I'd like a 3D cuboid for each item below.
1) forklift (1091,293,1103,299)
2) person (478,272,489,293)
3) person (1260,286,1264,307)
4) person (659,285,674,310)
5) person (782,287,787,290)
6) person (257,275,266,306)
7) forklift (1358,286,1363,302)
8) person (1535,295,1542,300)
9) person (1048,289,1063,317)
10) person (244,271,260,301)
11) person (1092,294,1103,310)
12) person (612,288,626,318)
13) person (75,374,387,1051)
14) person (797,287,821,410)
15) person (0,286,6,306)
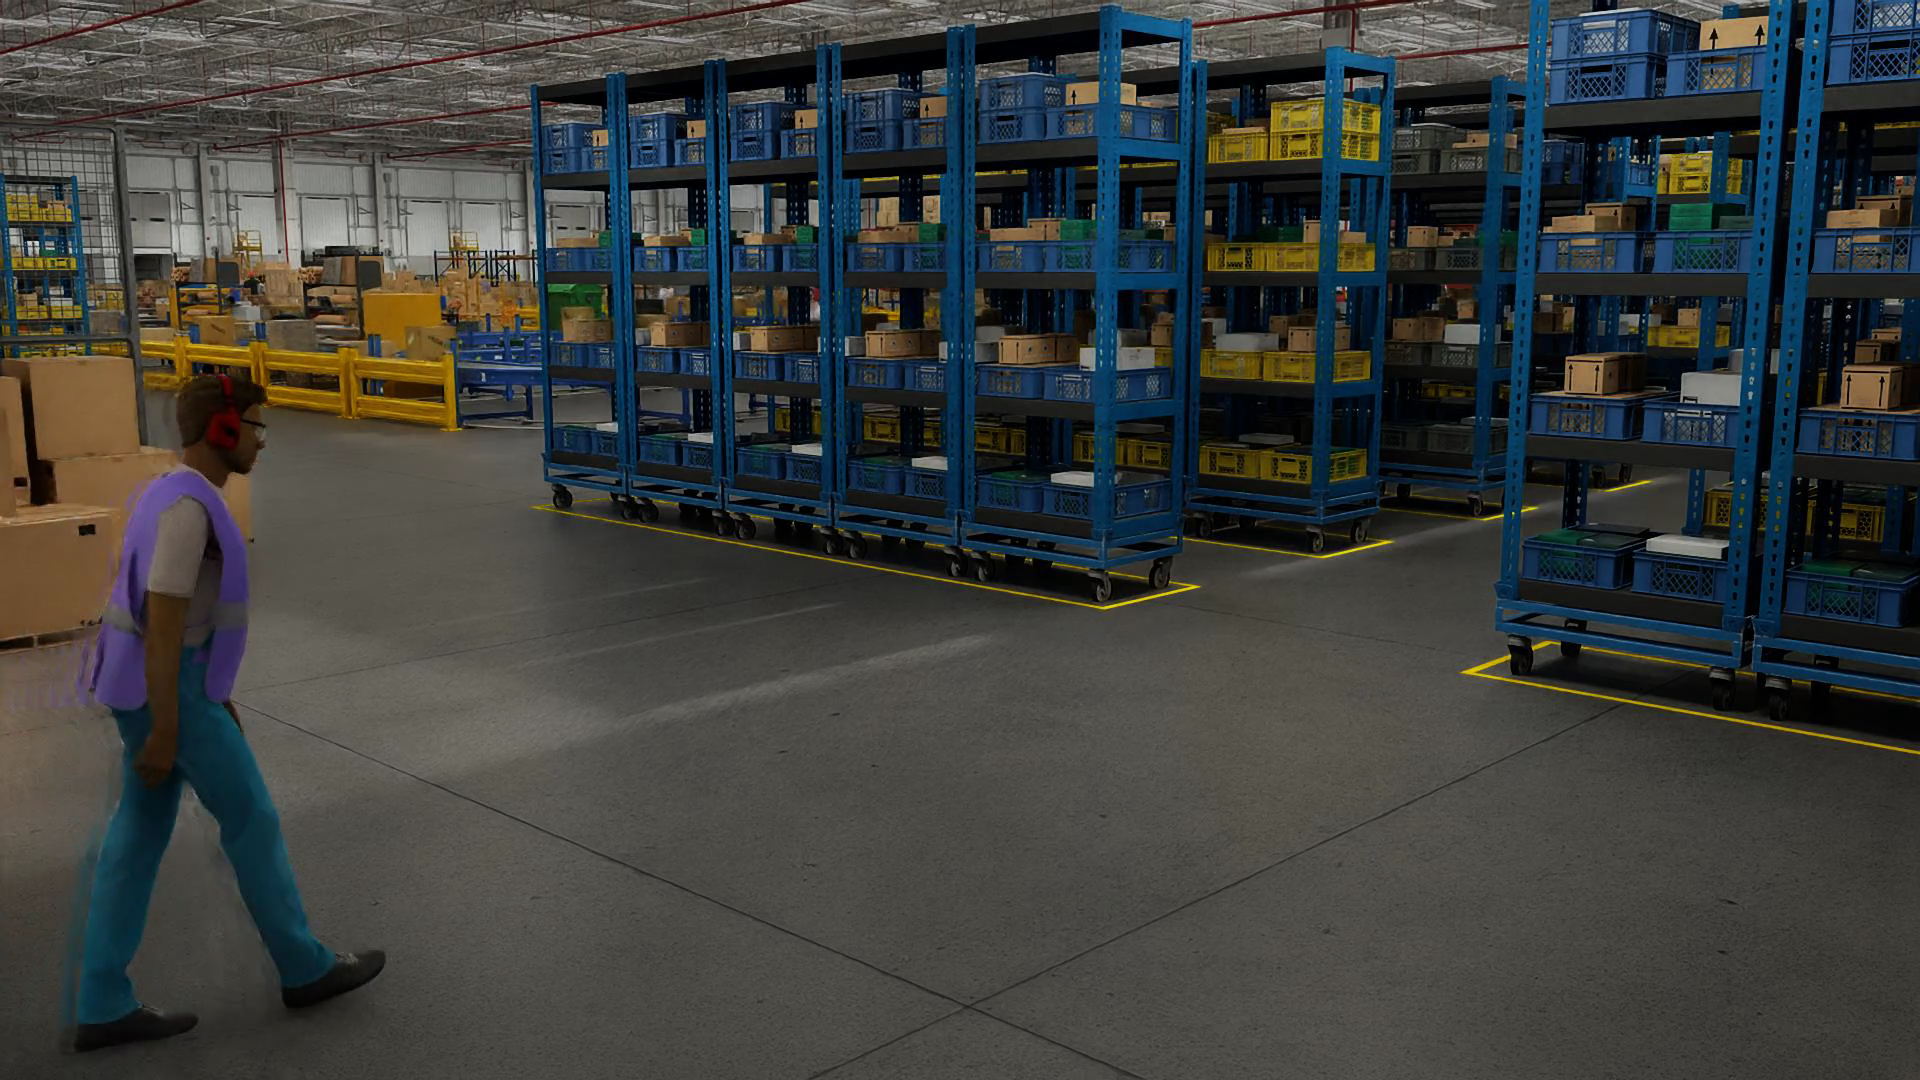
[{"bbox_3d":[5.701,-9.895,64.612,1.873,2.768,1.129,9,13,43],"label":"forklift"},{"bbox_3d":[-23.864,-12.460,83.294,0.606,1.910,0.485,-2,10,-15],"label":"person"},{"bbox_3d":[9.954,-7.799,55.695,0.496,1.595,0.816,5,10,27],"label":"person"},{"bbox_3d":[-9.215,-7.322,52.221,0.948,1.793,0.599,8,12,41],"label":"person"},{"bbox_3d":[-7.523,-10.433,71.666,0.897,1.649,0.542,2,9,9],"label":"person"},{"bbox_3d":[-24.394,-8.342,58.182,0.330,1.872,0.512,-9,13,-44],"label":"person"},{"bbox_3d":[11.100,-7.017,46.970,1.873,2.768,1.129,9,13,43],"label":"forklift"},{"bbox_3d":[14.950,-5.937,43.391,0.653,1.882,1.007,-5,11,-28],"label":"person"},{"bbox_3d":[1.401,-2.976,25.444,0.601,1.819,0.403,2,9,10],"label":"person"},{"bbox_3d":[-26.915,-9.241,63.301,0.622,1.996,0.369,-3,10,-20],"label":"person"},{"bbox_3d":[3.399,-5.413,40.793,0.590,1.677,0.540,6,11,31],"label":"person"},{"bbox_3d":[-8.286,-5.467,40.870,0.534,1.767,0.317,1,9,5],"label":"person"},{"bbox_3d":[-2.041,0.448,4.550,0.892,1.779,0.574,-6,11,-34],"label":"person"},{"bbox_3d":[-1.913,-2.251,20.723,0.406,1.910,0.639,-7,12,-39],"label":"person"},{"bbox_3d":[-41.818,-10.671,72.391,0.655,1.888,0.985,4,10,22],"label":"person"}]
